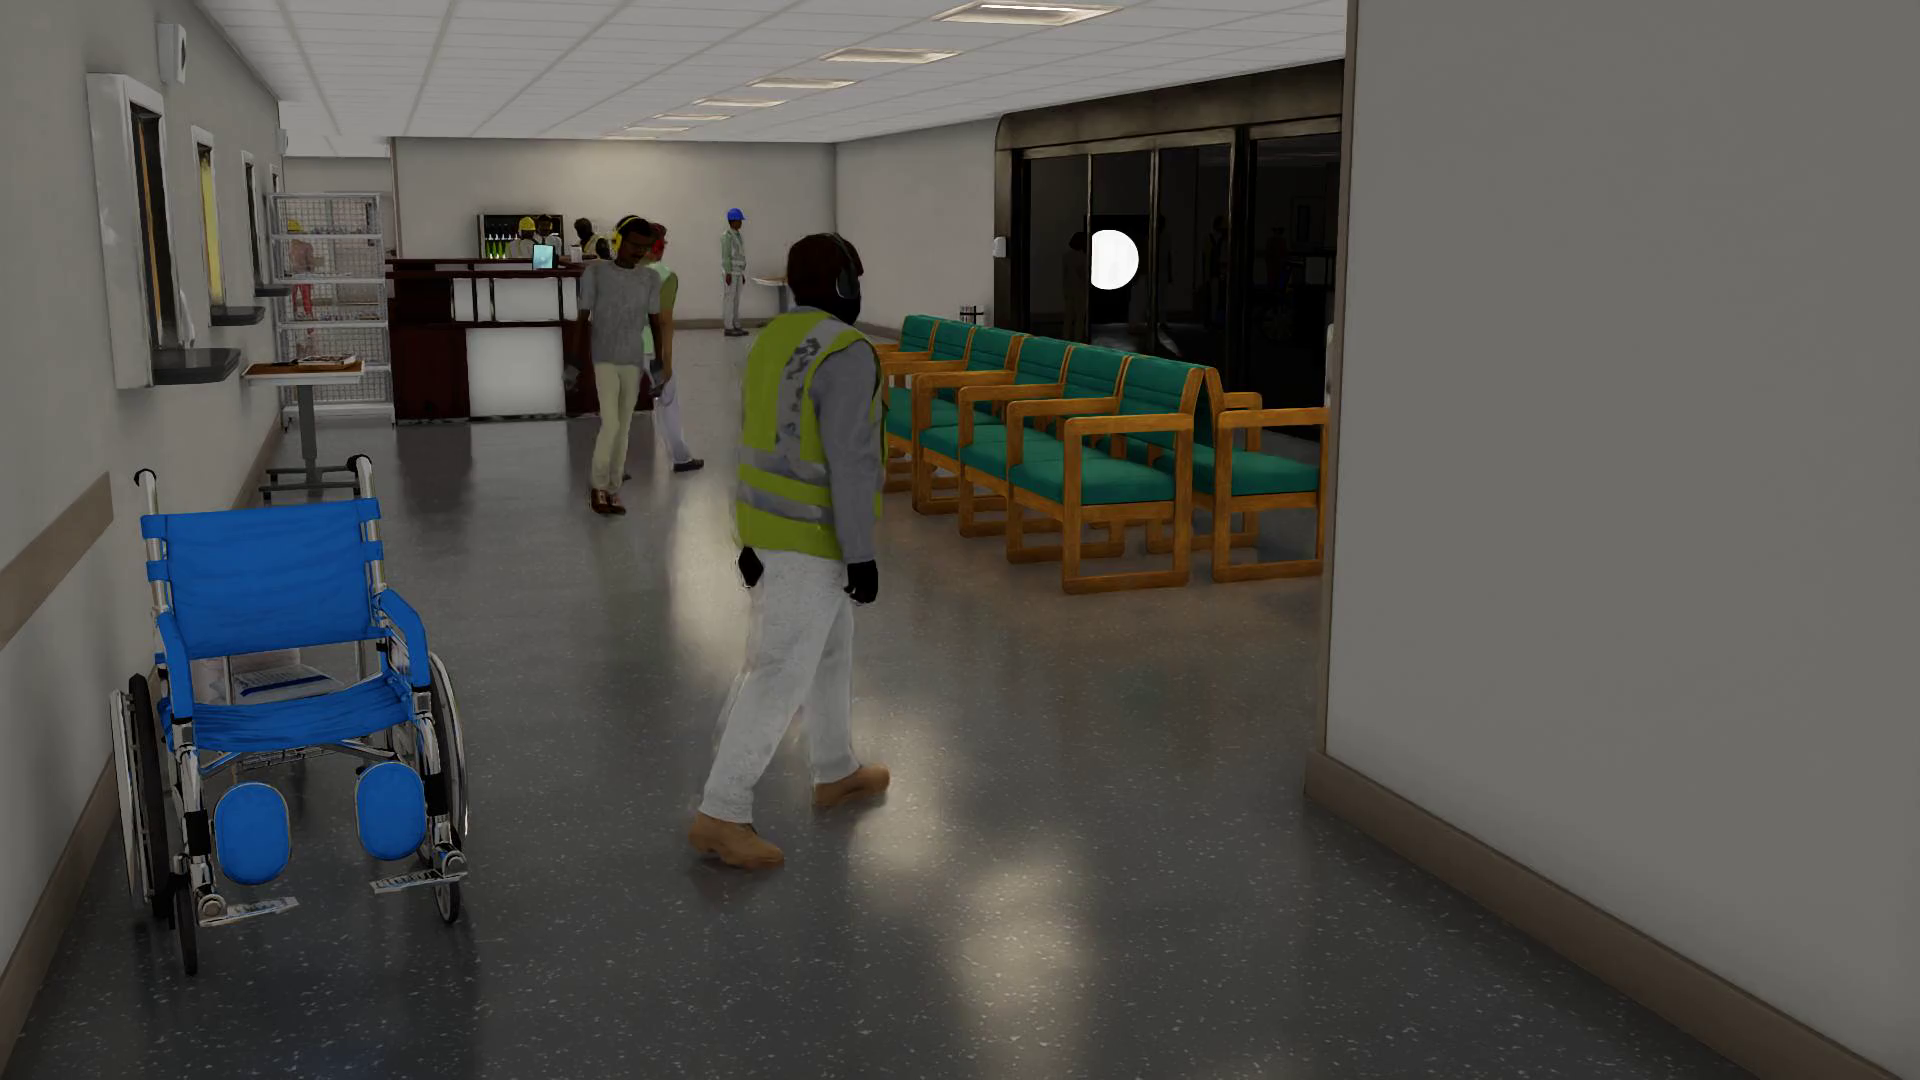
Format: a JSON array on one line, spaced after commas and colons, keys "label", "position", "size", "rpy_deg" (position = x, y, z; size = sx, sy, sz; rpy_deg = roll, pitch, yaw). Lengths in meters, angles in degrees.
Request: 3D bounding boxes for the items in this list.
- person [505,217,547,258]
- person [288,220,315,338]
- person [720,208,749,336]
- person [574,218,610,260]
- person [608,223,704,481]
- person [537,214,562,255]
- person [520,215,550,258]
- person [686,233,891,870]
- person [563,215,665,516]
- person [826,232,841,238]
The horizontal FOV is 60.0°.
[{"label": "person", "position": [-5.764, -3.399, 22.258], "size": [0.596, 1.825, 0.404], "rpy_deg": [-5, 12, -23]}, {"label": "person", "position": [-9.984, -3.919, 25.051], "size": [0.525, 1.772, 0.306], "rpy_deg": [-1, 11, -3]}, {"label": "person", "position": [-3.465, -4.110, 25.568], "size": [0.402, 1.949, 0.605], "rpy_deg": [3, 11, 16]}, {"label": "person", "position": [-5.164, -3.597, 23.311], "size": [0.659, 1.809, 0.562], "rpy_deg": [11, 15, 43]}, {"label": "person", "position": [-2.216, -1.316, 11.673], "size": [0.589, 1.793, 0.983], "rpy_deg": [6, 12, 27]}, {"label": "person", "position": [-5.928, -3.722, 23.802], "size": [0.508, 1.865, 0.329], "rpy_deg": [-4, 12, -21]}, {"label": "person", "position": [-5.708, -3.424, 22.311], "size": [0.345, 1.847, 0.507], "rpy_deg": [5, 12, 26]}, {"label": "person", "position": [-0.518, 0.006, 4.900], "size": [0.790, 1.800, 0.669], "rpy_deg": [-5, 12, -25]}, {"label": "person", "position": [-2.102, -1.053, 10.170], "size": [0.608, 1.833, 0.492], "rpy_deg": [-7, 13, -32]}, {"label": "person", "position": [-1.579, -3.106, 21.265], "size": [0.285, 1.627, 0.504], "rpy_deg": [1, 11, 3]}]
